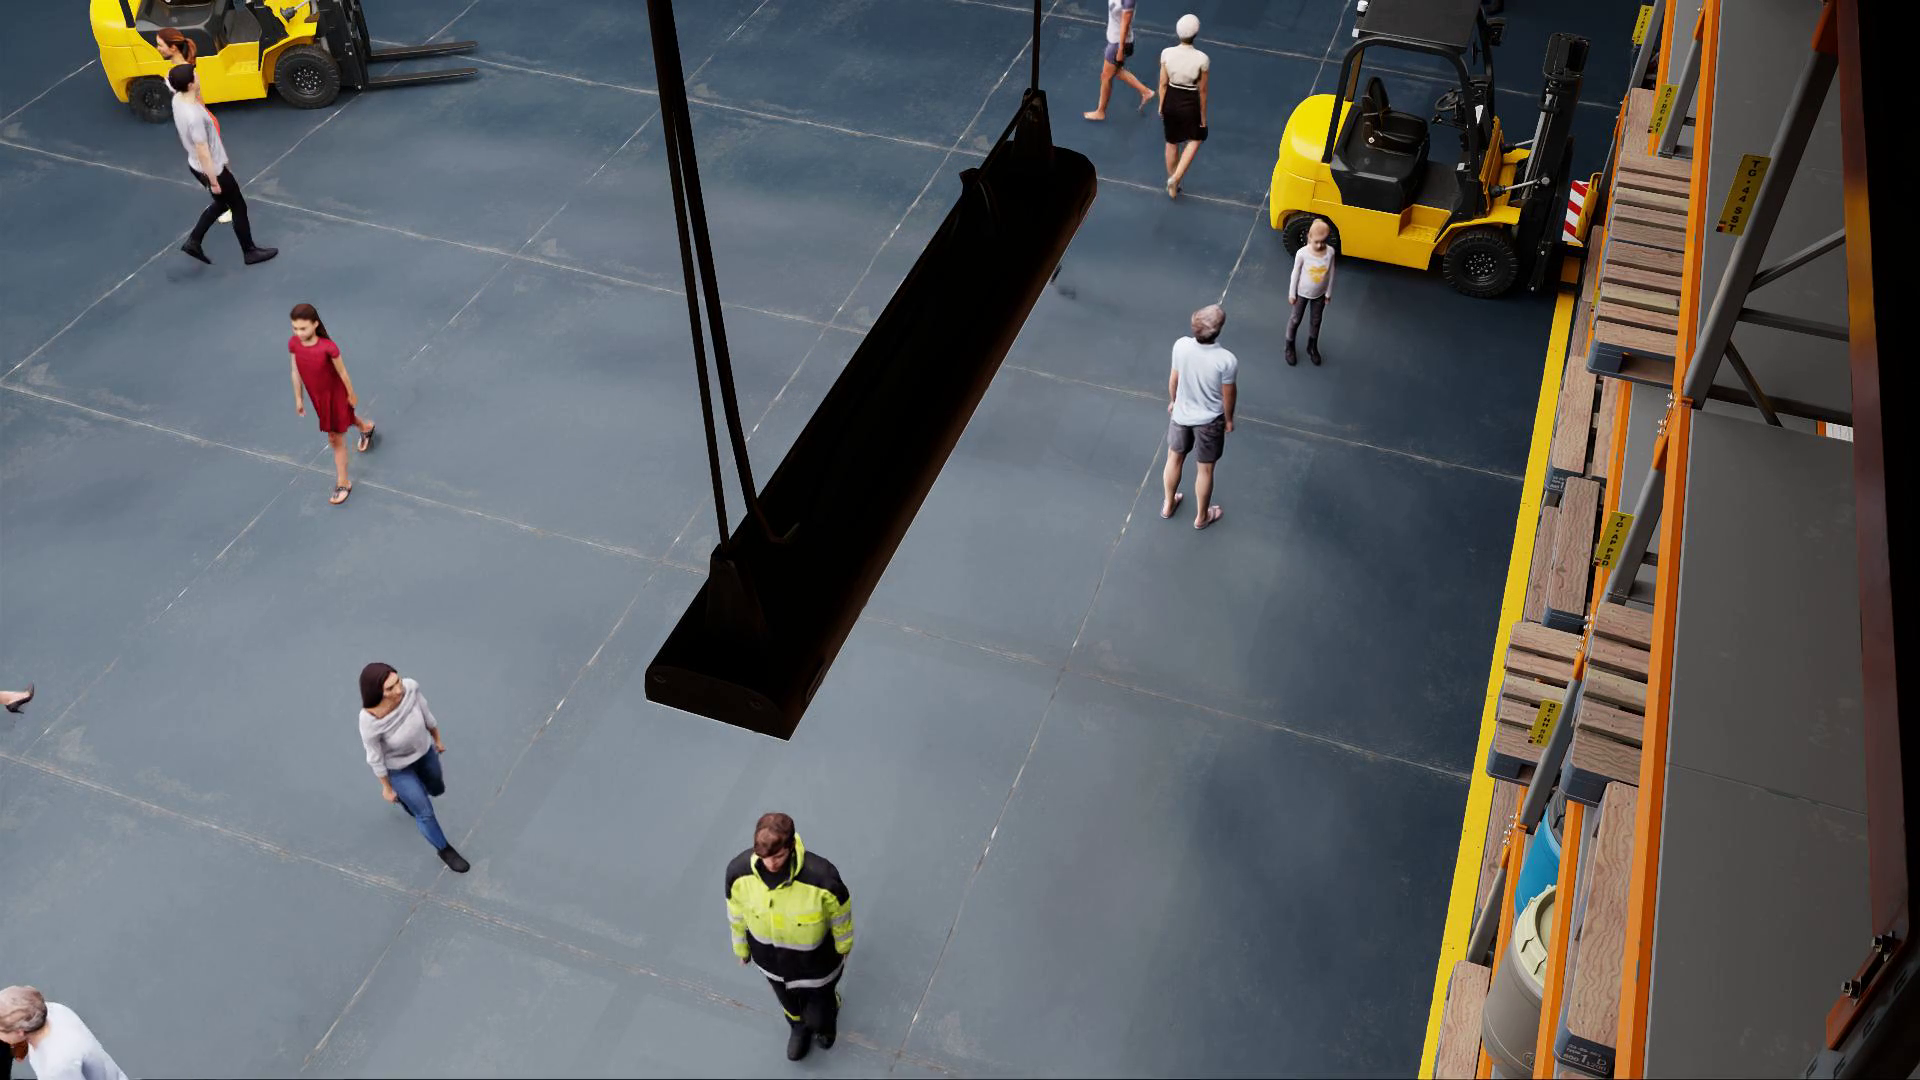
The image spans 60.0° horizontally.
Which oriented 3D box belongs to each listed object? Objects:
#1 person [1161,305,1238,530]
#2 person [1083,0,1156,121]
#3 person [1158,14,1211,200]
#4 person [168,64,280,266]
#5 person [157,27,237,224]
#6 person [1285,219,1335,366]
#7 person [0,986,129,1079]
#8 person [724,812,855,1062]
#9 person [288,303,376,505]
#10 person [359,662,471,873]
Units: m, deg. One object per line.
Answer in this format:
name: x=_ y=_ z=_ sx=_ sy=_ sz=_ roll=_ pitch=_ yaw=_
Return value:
person: x=1.645 y=-0.850 z=11.553 sx=0.704 sy=1.832 sz=0.642 roll=24 pitch=49 yaw=23
person: x=1.579 y=-4.731 z=15.790 sx=0.765 sy=1.606 sz=0.904 roll=4 pitch=44 yaw=4
person: x=1.935 y=-3.739 z=14.649 sx=0.670 sy=1.744 sz=0.804 roll=20 pitch=47 yaw=20
person: x=-6.341 y=-3.070 z=13.872 sx=1.098 sy=1.846 sz=0.969 roll=-27 pitch=50 yaw=-25
person: x=-6.617 y=-3.625 z=14.495 sx=0.712 sy=1.792 sz=0.680 roll=-28 pitch=50 yaw=-26
person: x=2.763 y=-1.971 z=13.132 sx=0.576 sy=1.276 sz=0.610 roll=-6 pitch=44 yaw=-6
person: x=-3.963 y=2.637 z=7.886 sx=1.102 sy=1.841 sz=1.336 roll=33 pitch=53 yaw=30
person: x=-0.824 y=1.957 z=8.502 sx=0.837 sy=1.975 sz=0.769 roll=6 pitch=44 yaw=7
person: x=-4.555 y=-1.110 z=12.053 sx=0.641 sy=1.517 sz=1.101 roll=8 pitch=44 yaw=8
person: x=-3.192 y=1.253 z=9.504 sx=0.766 sy=1.612 sz=0.882 roll=21 pitch=48 yaw=21
